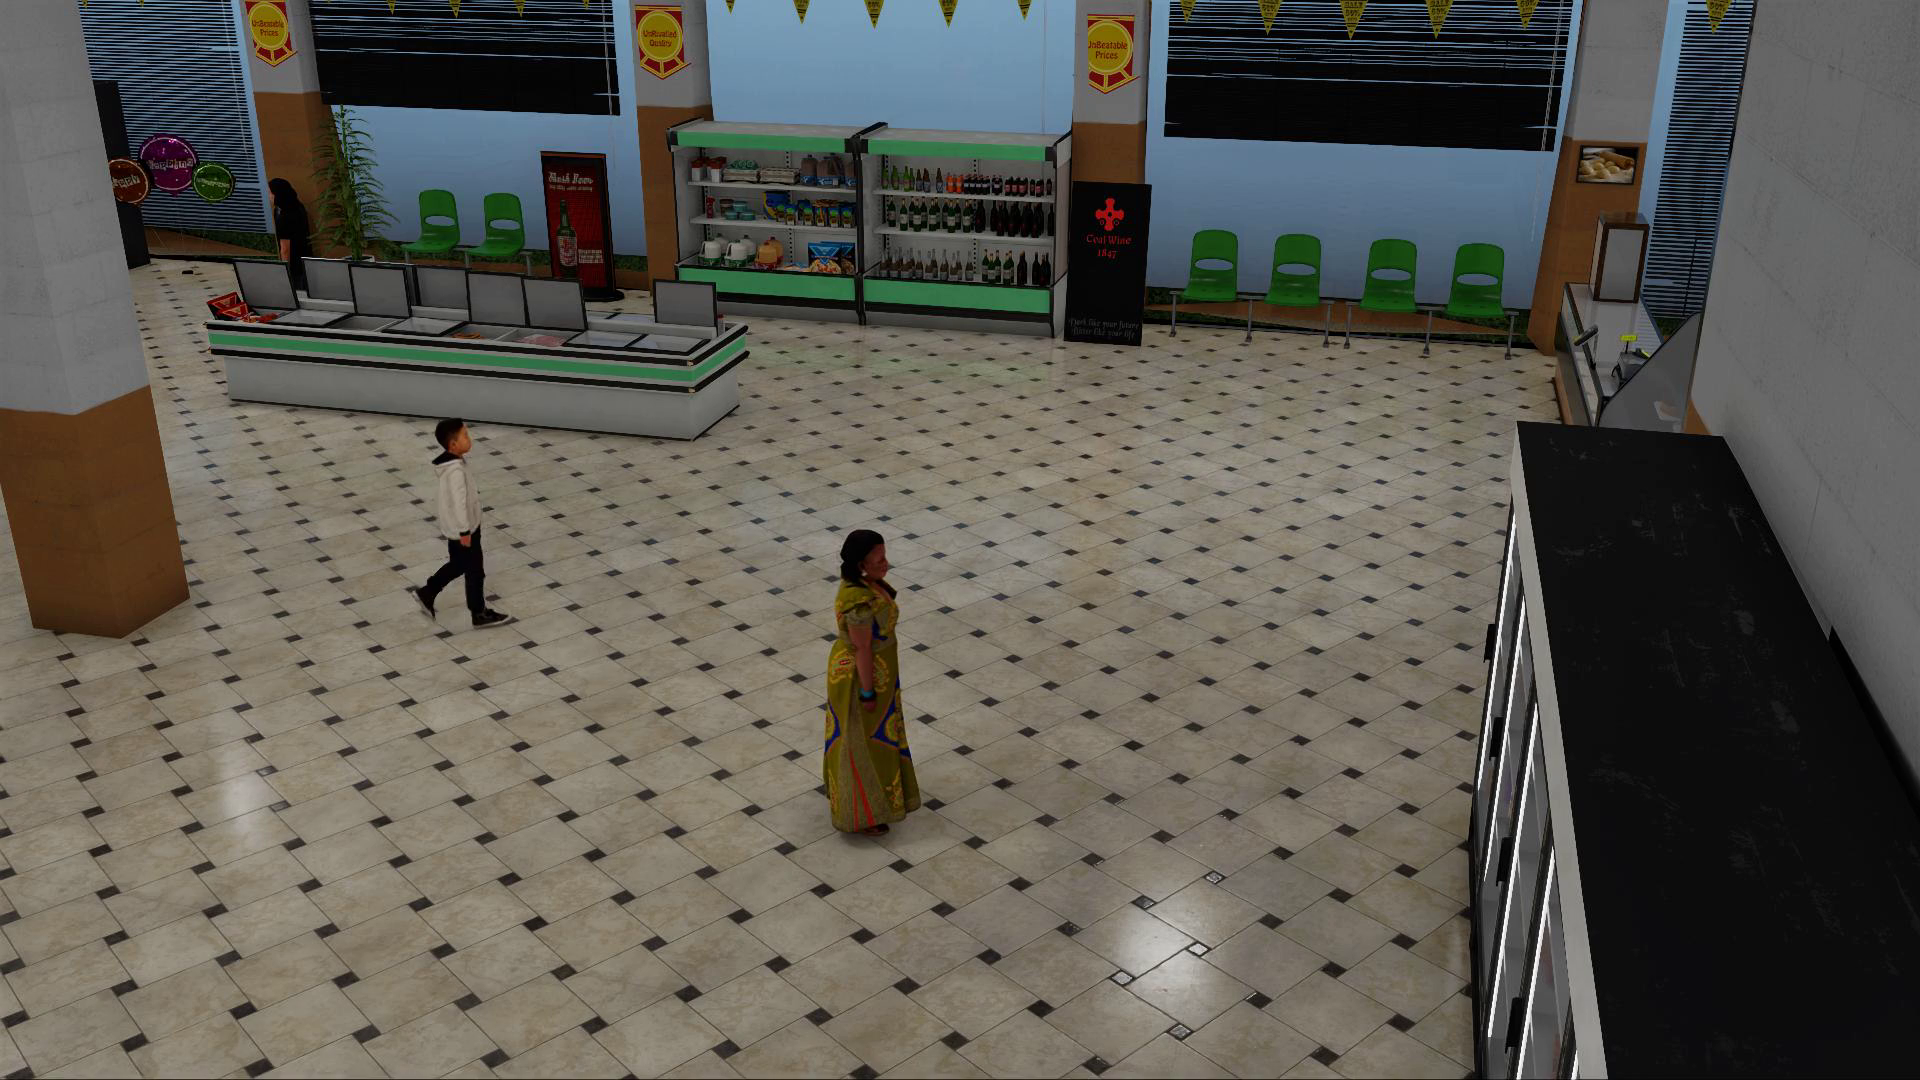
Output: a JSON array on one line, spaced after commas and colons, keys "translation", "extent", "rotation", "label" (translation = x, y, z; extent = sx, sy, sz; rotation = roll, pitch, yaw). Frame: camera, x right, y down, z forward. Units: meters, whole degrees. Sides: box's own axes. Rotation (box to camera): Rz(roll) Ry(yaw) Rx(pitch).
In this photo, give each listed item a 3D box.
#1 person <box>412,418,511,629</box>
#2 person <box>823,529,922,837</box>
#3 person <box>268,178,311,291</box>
[{"translation": [-3.354, -0.086, 10.944], "extent": [0.952, 1.439, 0.843], "rotation": [-7, 23, -16], "label": "person"}, {"translation": [-0.500, 0.716, 8.651], "extent": [0.904, 1.660, 0.946], "rotation": [-1, 22, -3], "label": "person"}, {"translation": [-6.905, -2.857, 17.317], "extent": [0.614, 1.829, 0.680], "rotation": [0, 22, 1], "label": "person"}]
